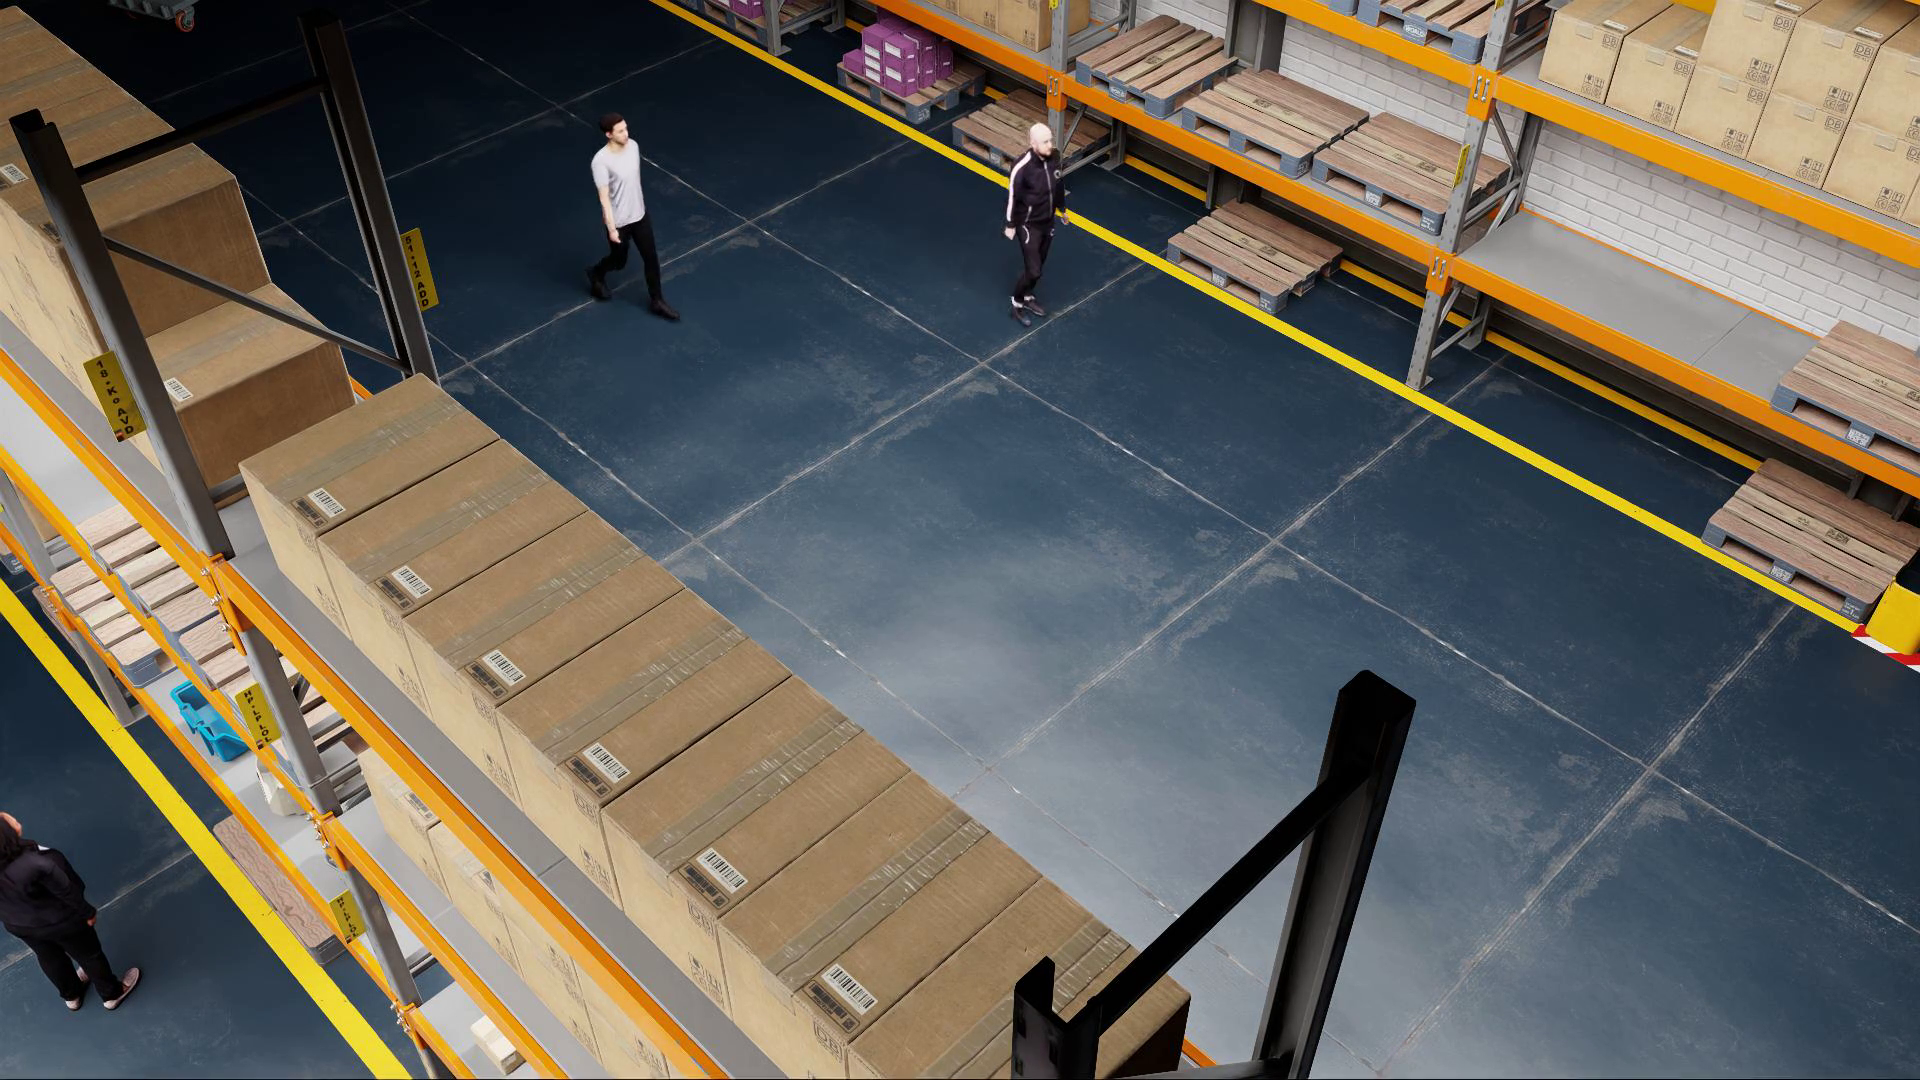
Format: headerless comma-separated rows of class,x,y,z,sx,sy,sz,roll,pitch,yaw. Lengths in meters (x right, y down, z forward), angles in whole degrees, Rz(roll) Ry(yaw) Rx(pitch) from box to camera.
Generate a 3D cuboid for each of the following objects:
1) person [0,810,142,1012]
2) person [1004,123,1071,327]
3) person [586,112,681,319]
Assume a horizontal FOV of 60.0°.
person,-4.911,2.006,8.926,0.761,1.616,0.829,2,44,2
person,0.541,-2.649,13.665,0.609,1.820,0.678,33,52,30
person,-2.821,-2.669,13.677,1.173,1.832,0.753,29,51,27
